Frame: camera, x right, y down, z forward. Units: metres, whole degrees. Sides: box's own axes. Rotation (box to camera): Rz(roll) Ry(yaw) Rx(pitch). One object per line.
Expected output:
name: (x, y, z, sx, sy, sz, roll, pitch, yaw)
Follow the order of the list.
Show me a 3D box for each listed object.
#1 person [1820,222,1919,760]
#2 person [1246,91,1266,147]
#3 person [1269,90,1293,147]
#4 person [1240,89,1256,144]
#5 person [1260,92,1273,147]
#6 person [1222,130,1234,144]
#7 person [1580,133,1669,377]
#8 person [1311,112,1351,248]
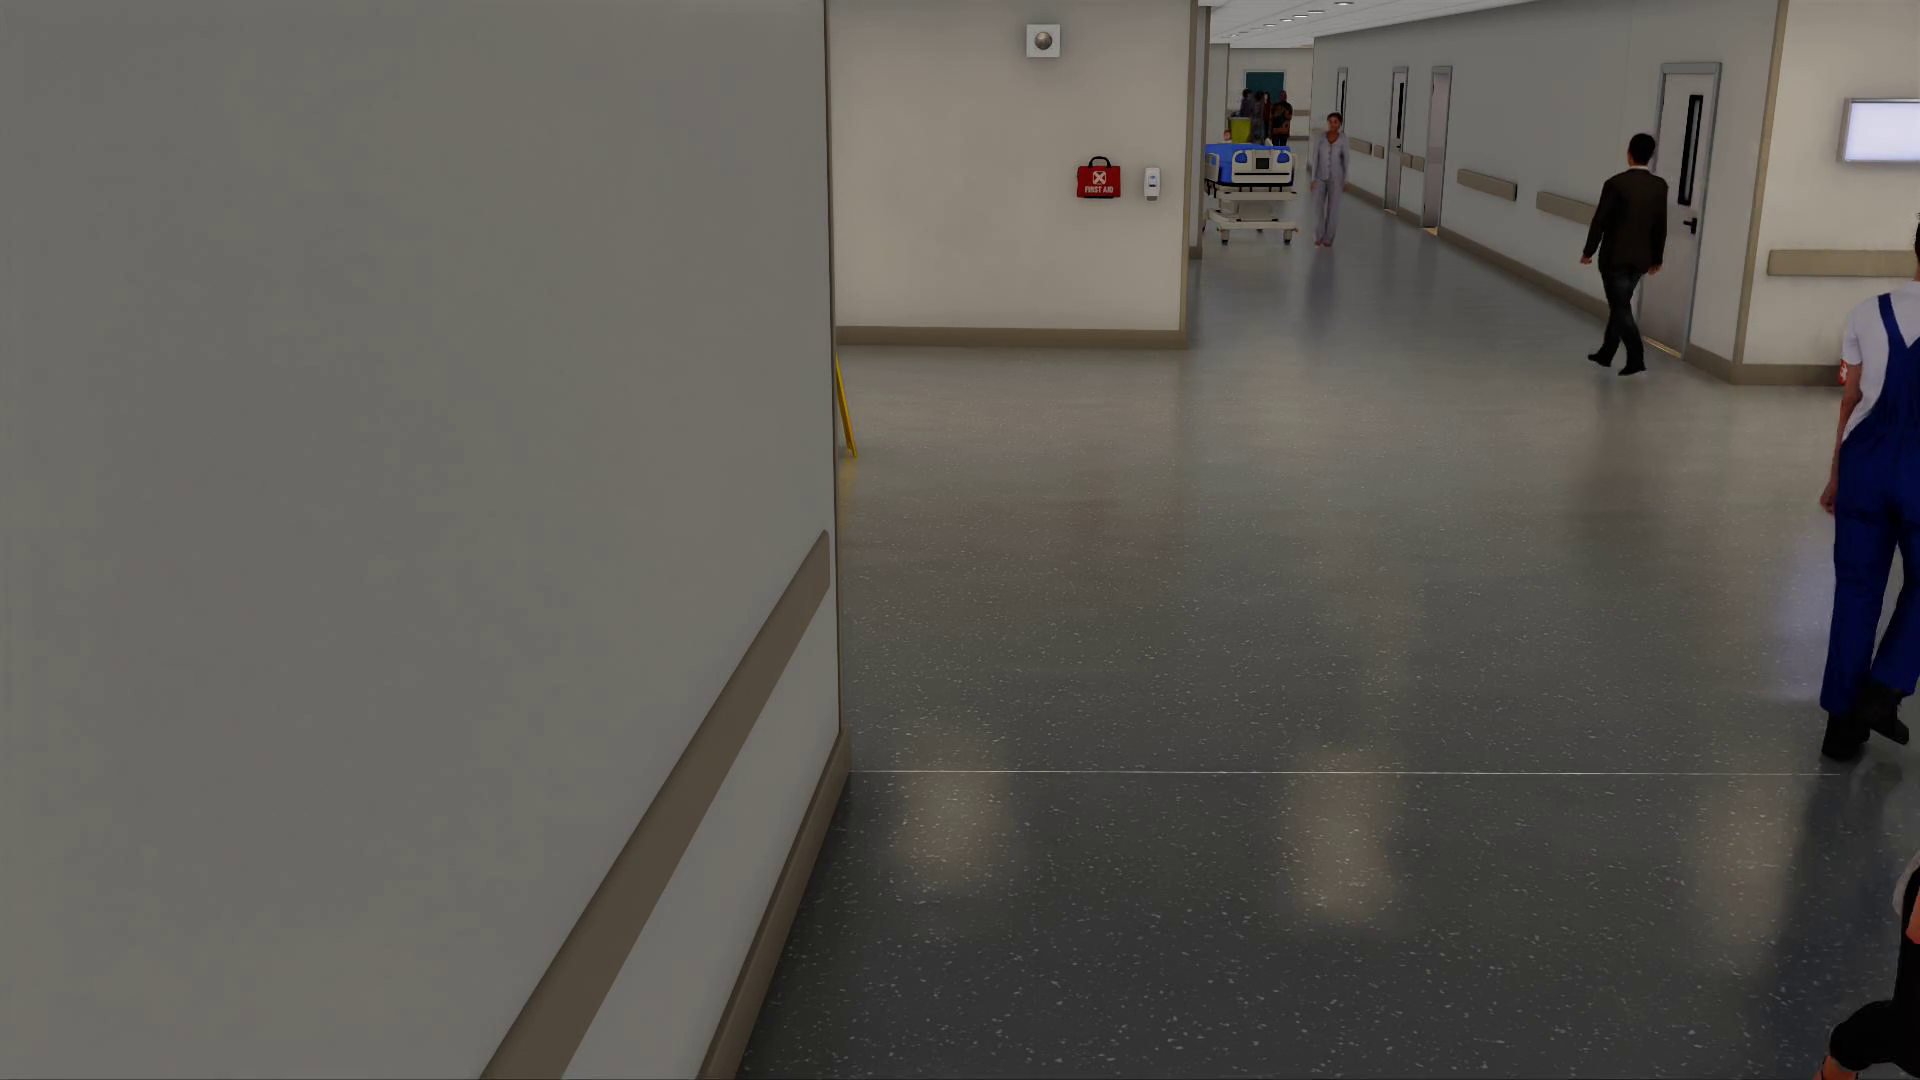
person: (3.013, -0.152, 5.413, 0.791, 1.834, 0.855, 13, 21, 39)
person: (8.364, -11.840, 47.153, 1.152, 1.681, 1.115, -15, 22, -43)
person: (7.334, -9.381, 38.127, 0.616, 1.806, 0.773, 0, 16, -1)
person: (8.951, -13.317, 52.418, 1.090, 1.668, 1.122, -12, 19, -35)
person: (8.932, -12.308, 48.883, 0.802, 1.643, 0.666, 1, 16, 2)
person: (5.817, -8.392, 36.176, 0.593, 1.001, 0.491, 1, 16, 2)
person: (4.989, -2.081, 12.378, 1.139, 1.768, 0.959, -3, 16, -11)
person: (4.853, -4.727, 21.848, 0.618, 1.722, 0.750, 4, 16, 15)
